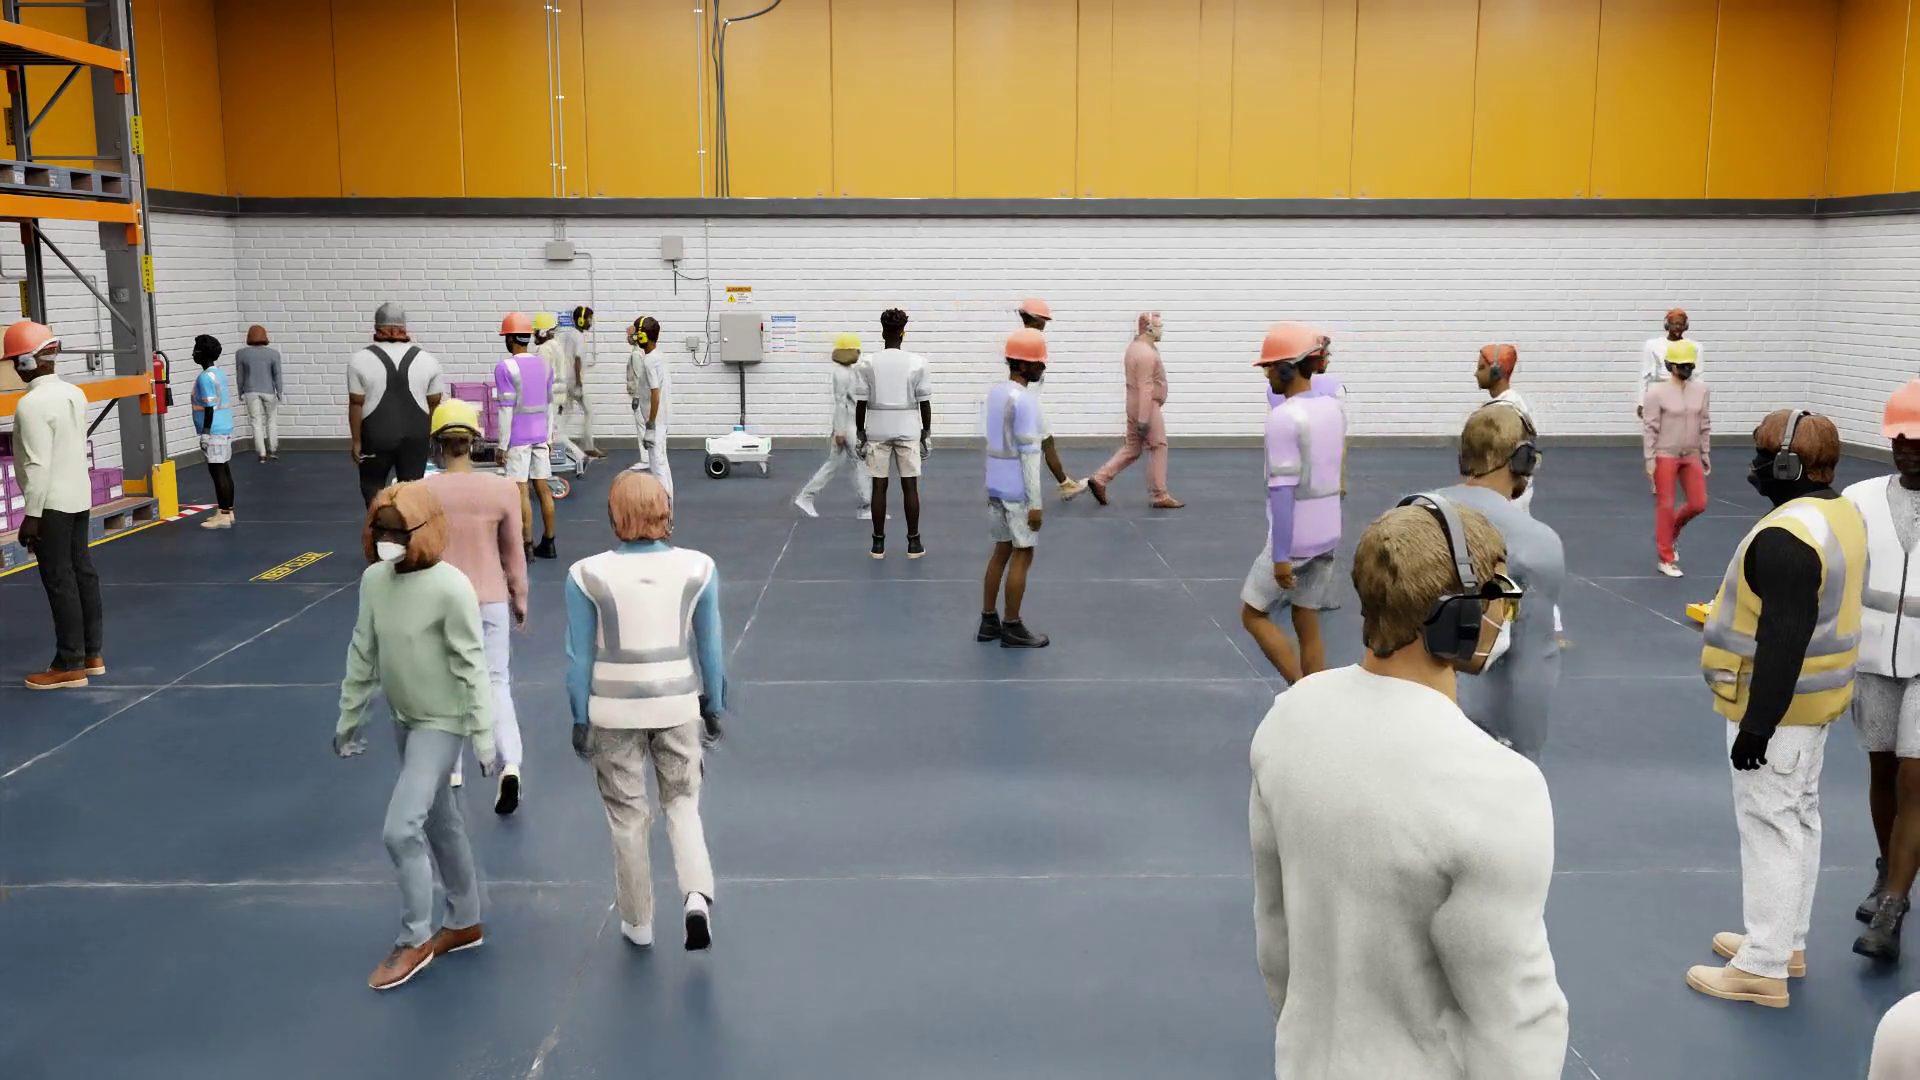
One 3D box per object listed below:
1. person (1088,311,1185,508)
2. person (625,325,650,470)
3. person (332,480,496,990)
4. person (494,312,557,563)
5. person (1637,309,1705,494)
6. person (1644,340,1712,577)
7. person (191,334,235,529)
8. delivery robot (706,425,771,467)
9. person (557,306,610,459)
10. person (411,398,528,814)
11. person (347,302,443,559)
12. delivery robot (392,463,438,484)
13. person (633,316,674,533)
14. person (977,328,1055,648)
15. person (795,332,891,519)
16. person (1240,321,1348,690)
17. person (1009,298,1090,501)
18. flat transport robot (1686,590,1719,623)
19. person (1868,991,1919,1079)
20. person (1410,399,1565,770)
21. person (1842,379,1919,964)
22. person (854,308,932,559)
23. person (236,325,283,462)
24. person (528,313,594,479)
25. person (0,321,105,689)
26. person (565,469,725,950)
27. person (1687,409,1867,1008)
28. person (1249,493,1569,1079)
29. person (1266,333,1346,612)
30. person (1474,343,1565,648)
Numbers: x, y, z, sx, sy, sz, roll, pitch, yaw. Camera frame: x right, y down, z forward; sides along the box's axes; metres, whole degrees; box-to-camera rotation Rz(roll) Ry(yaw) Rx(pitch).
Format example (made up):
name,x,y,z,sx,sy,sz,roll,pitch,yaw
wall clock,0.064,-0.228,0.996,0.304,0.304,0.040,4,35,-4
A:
name,x,y,z,sx,sy,sz,roll,pitch,yaw
person,1.675,-1.228,15.734,0.839,1.882,0.640,-2,9,-9
person,-3.617,-1.610,18.821,0.310,1.636,0.523,0,9,0
person,-1.744,0.612,5.267,0.549,1.608,0.595,8,12,40
person,-3.388,-0.790,12.870,0.375,1.935,0.551,6,11,32
person,7.120,-1.362,16.602,0.606,1.859,0.774,2,9,11
person,5.291,-0.608,12.329,0.555,1.744,0.496,-2,9,-9
person,-6.543,-0.947,14.561,0.317,1.700,0.539,-2,9,-13
delivery robot,-2.413,-1.006,18.136,0.707,0.478,0.477,-1,9,-8
person,-4.488,-1.839,19.640,0.791,1.819,0.654,-6,11,-31
person,-2.069,0.272,7.010,0.526,1.731,0.815,-5,10,-26
person,-4.336,-0.821,12.749,0.702,2.000,0.627,-5,11,-29
delivery robot,-4.671,-0.430,14.604,0.707,0.478,0.477,8,12,40
person,-2.635,-0.975,14.258,0.334,1.859,0.521,0,9,1
person,0.324,-0.296,9.966,0.398,1.921,0.631,-4,10,-23
person,-1.090,-1.030,15.065,0.843,1.713,0.499,0,9,-2
person,1.570,-0.013,7.845,0.606,2.021,0.433,-9,13,-43
person,0.744,-1.317,15.959,1.058,1.980,0.621,-4,10,-25
flat transport robot,5.395,0.445,10.393,1.431,0.197,0.652,0,9,-1
person,1.499,1.126,2.173,0.612,1.574,0.841,2,9,9
person,1.397,0.541,4.843,0.628,1.894,0.659,-4,10,-22
person,3.090,0.427,5.517,0.877,1.899,0.563,-8,12,-41
person,-0.522,-0.831,13.031,0.613,1.963,0.362,0,9,1
person,-8.296,-1.737,19.720,0.507,1.599,0.781,-4,10,-22
person,-4.335,-1.518,17.778,0.798,1.805,0.602,-1,9,-4
person,-4.933,-0.187,9.031,0.393,1.985,0.611,-1,9,-5
person,-1.013,0.584,5.418,0.518,1.623,0.494,-4,10,-21
person,2.533,0.513,5.172,0.429,1.842,0.633,7,12,38
person,0.681,0.890,2.571,0.372,1.940,0.631,-4,10,-24
person,2.280,-0.440,11.016,0.571,1.839,0.373,7,12,38
person,3.178,-0.259,9.956,1.016,1.822,0.590,3,10,20
